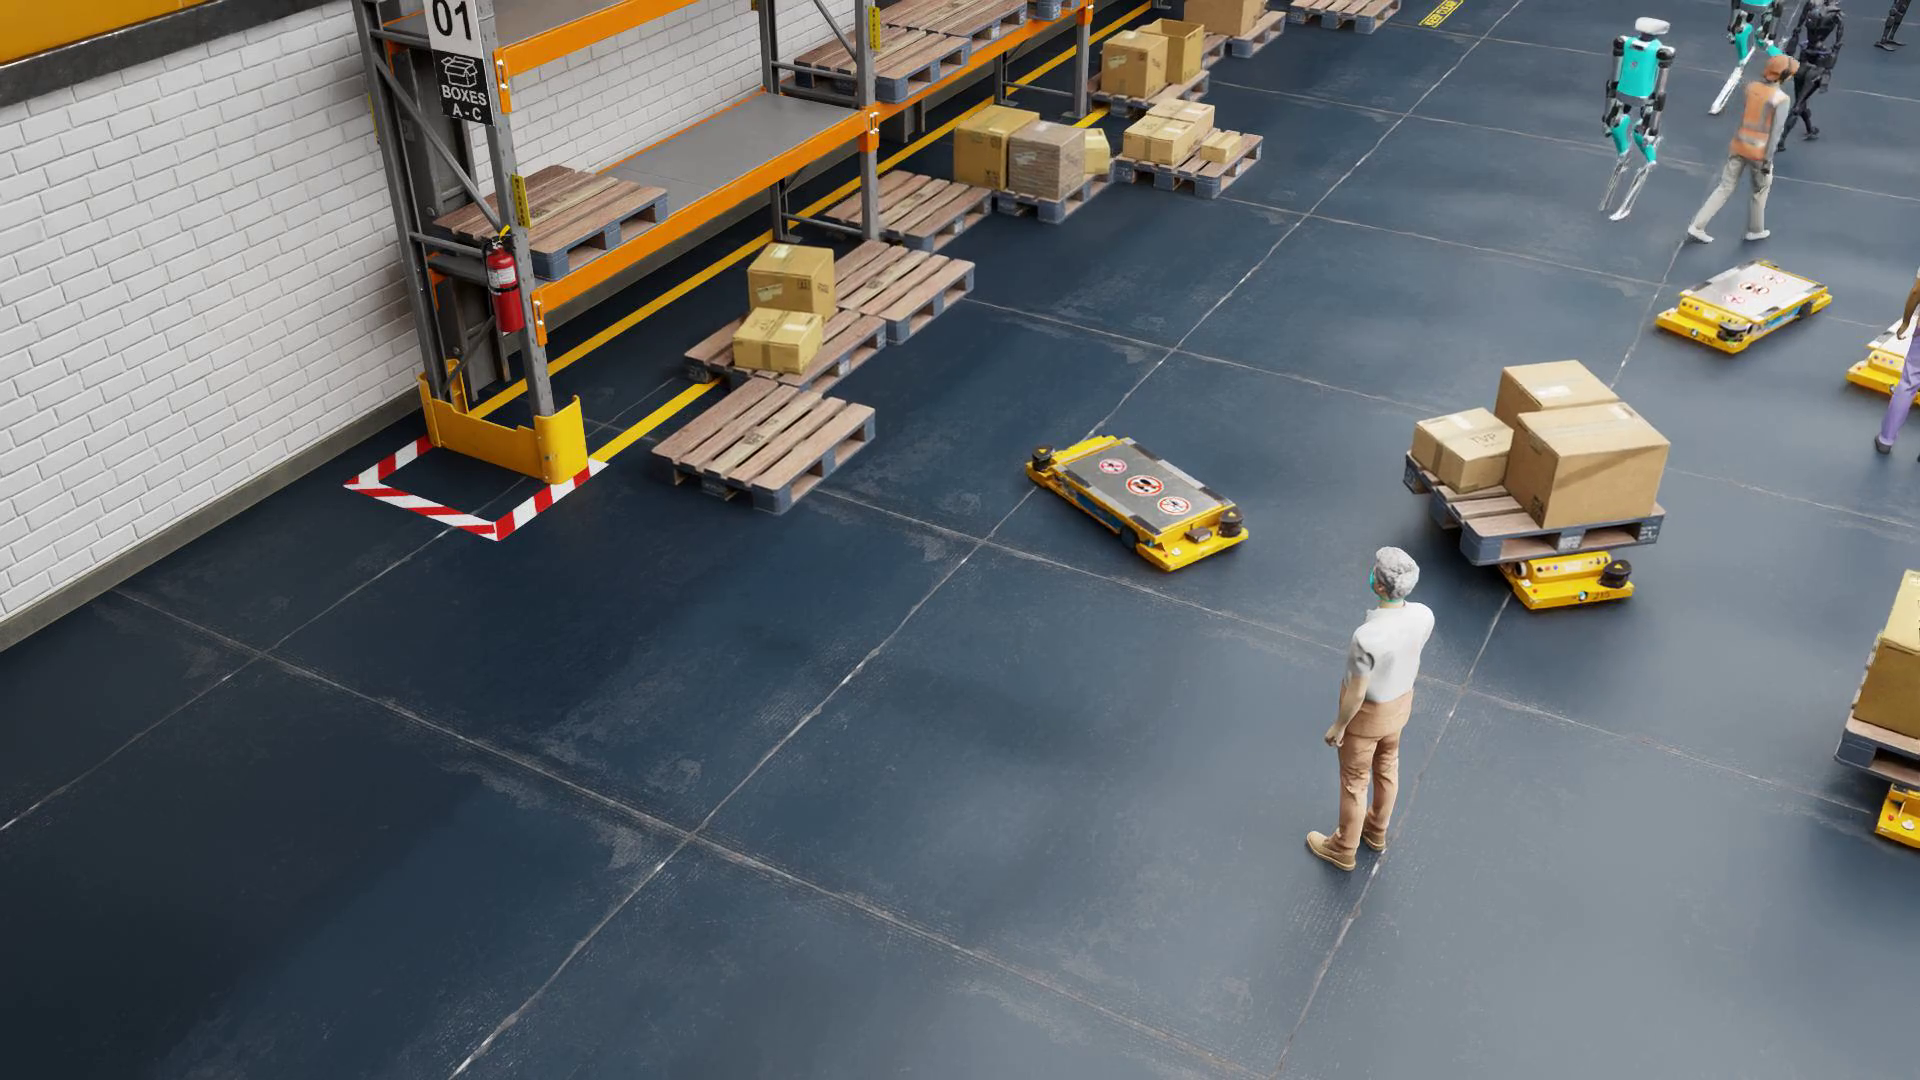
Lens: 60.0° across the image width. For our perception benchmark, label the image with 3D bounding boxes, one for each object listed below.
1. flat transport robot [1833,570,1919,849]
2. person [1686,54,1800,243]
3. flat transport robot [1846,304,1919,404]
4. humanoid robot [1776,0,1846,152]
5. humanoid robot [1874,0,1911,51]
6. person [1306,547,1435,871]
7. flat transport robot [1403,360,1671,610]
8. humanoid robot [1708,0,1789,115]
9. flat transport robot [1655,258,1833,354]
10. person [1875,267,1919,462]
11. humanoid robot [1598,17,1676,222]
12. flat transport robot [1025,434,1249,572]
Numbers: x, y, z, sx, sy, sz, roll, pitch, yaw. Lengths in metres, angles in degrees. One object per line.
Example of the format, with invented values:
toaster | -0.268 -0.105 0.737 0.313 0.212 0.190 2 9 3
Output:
flat transport robot | 5.127 1.145 8.416 0.659 0.231 1.431 20 38 28
person | 6.555 -3.230 13.813 0.751 1.599 0.521 -12 35 -17
flat transport robot | 7.149 -1.372 12.223 1.431 0.231 0.659 -28 43 -35
humanoid robot | 8.085 -4.515 15.752 0.777 1.629 0.603 -11 35 -16
humanoid robot | 10.562 -6.287 18.374 0.599 1.653 0.315 -24 41 -32
person | 1.894 0.774 7.636 0.468 1.748 0.321 -21 39 -29
flat transport robot | 3.483 -0.076 10.263 0.659 0.231 1.431 -7 34 -10
humanoid robot | 7.999 -5.117 16.582 0.880 1.786 0.555 -21 39 -28
flat transport robot | 6.109 -1.830 12.917 1.431 0.231 0.659 -23 40 -31
person | 6.394 -1.354 10.767 0.568 1.844 0.380 19 38 27
humanoid robot | 5.846 -3.590 14.290 0.648 1.843 0.535 -24 40 -32
flat transport robot | 1.106 -0.286 10.581 0.659 0.231 1.431 -21 39 -29
